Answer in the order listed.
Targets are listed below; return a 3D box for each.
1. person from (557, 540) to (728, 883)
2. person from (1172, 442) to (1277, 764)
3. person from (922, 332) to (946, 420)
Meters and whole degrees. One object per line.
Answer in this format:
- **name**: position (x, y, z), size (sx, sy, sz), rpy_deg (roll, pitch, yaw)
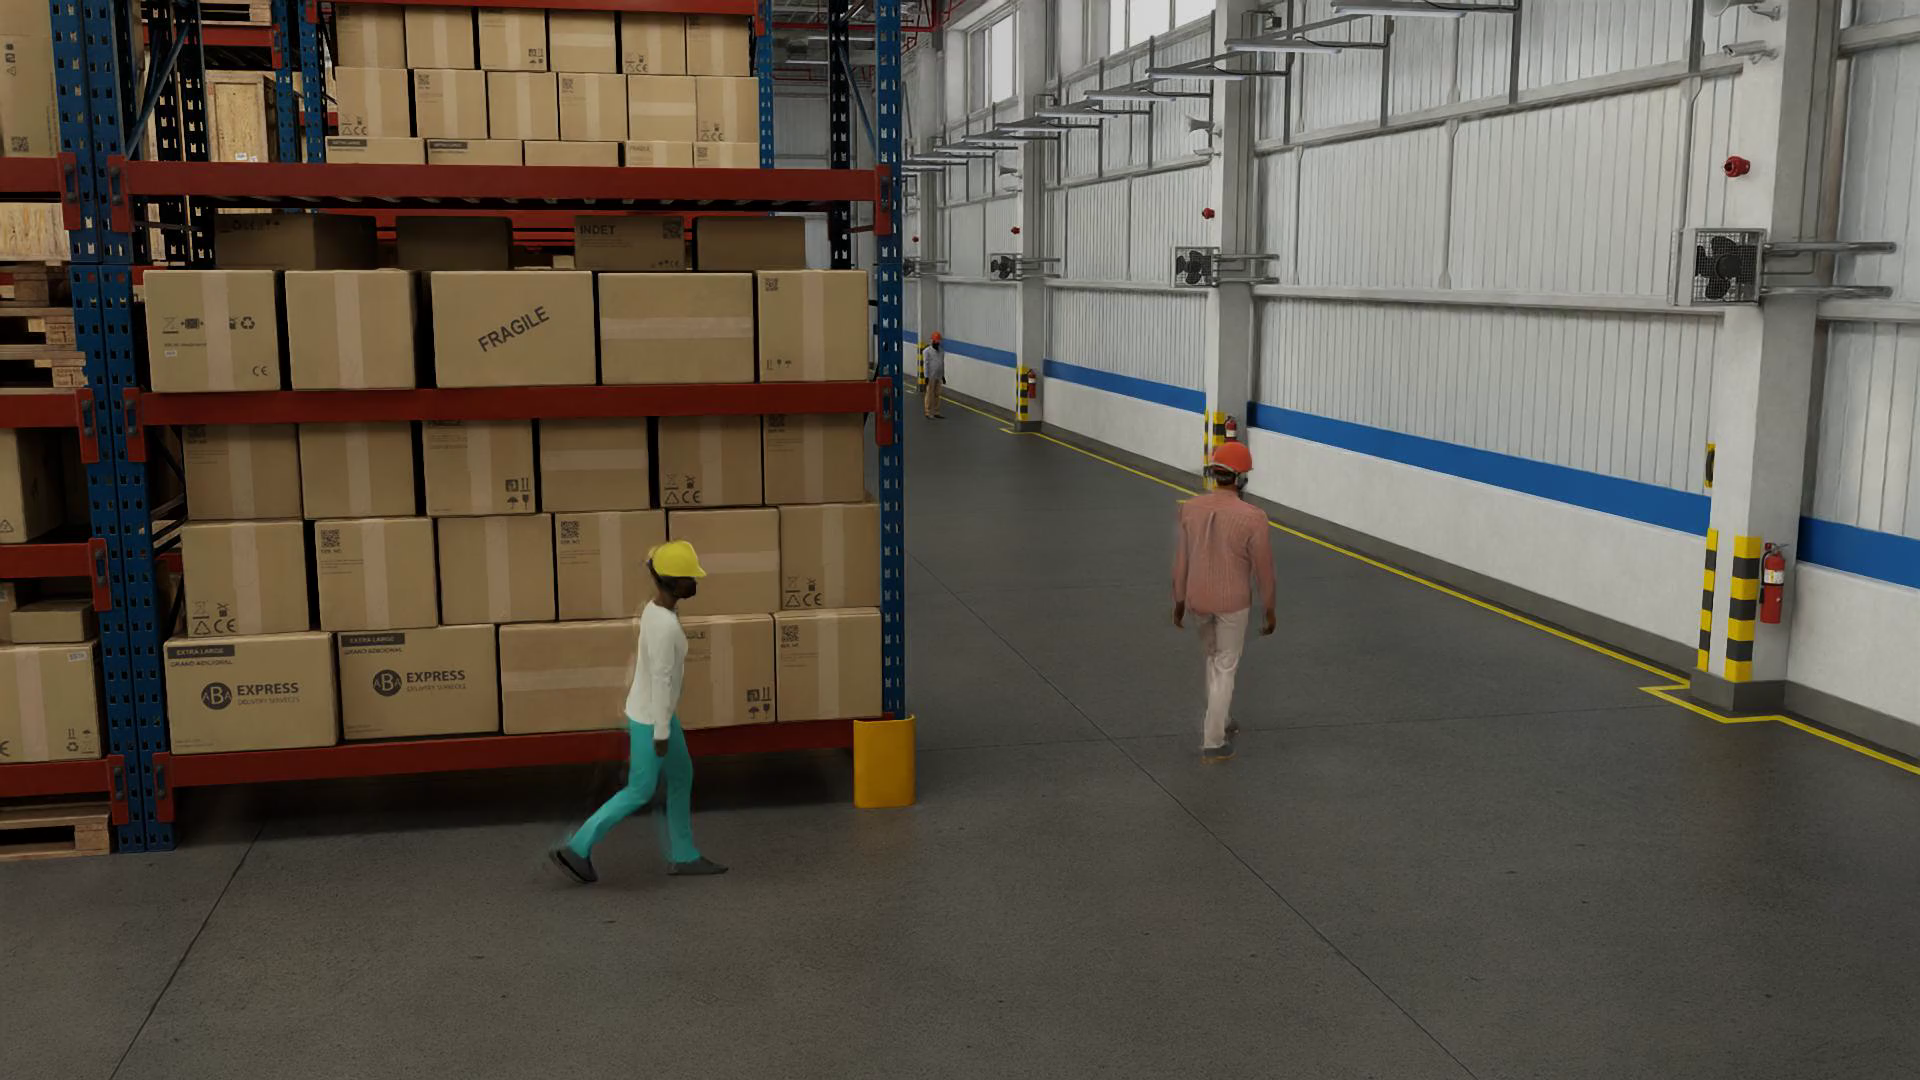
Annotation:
- **person**: position (-1.573, 0.851, 8.119), size (0.772, 1.728, 0.532), rpy_deg (-1, 9, -9)
- **person**: position (1.704, 0.366, 10.343), size (0.643, 1.962, 0.823), rpy_deg (8, 12, 39)
- **person**: position (-0.495, -3.278, 33.233), size (0.337, 1.742, 0.562), rpy_deg (9, 13, 44)
